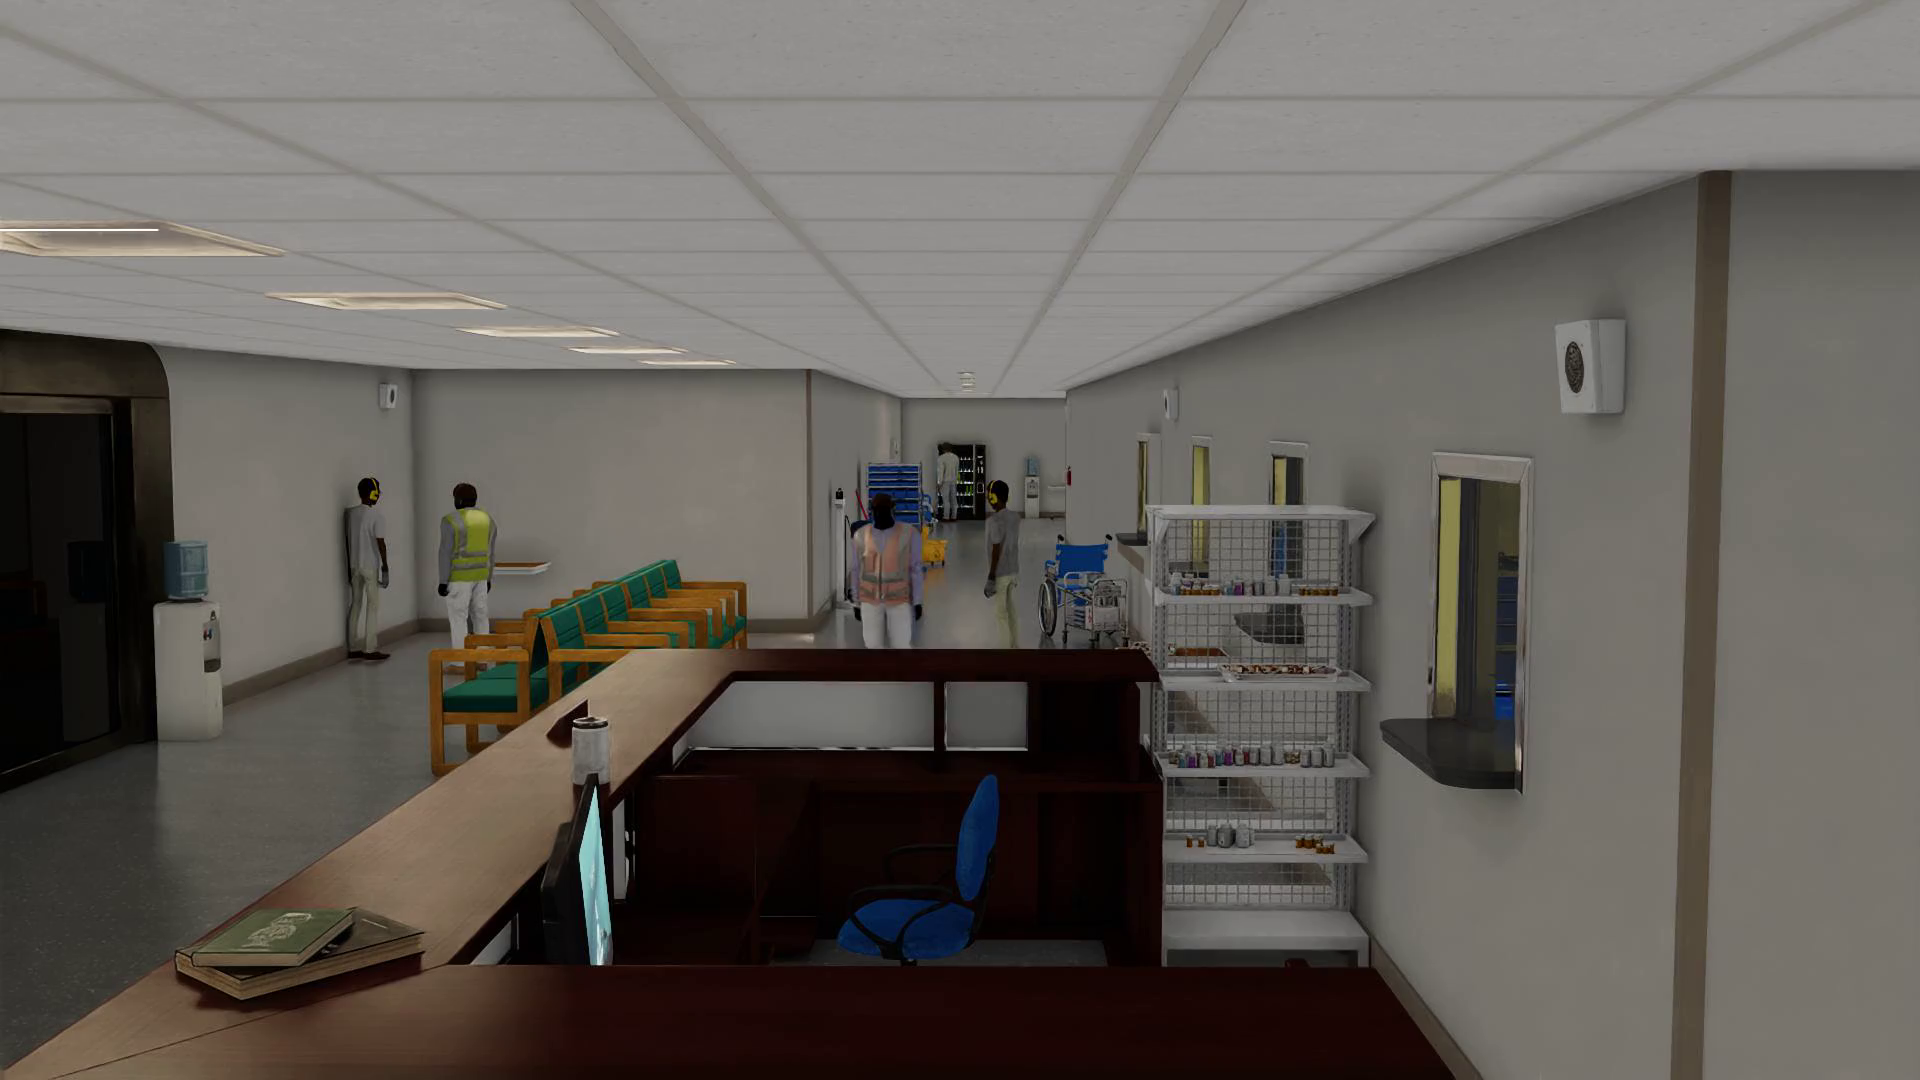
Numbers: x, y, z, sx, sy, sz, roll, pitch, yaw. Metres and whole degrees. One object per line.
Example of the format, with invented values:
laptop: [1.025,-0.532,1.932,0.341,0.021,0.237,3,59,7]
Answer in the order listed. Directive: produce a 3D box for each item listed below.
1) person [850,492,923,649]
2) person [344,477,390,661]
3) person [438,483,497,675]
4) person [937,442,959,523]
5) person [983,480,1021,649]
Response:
person: [-0.616,0.505,14.059,0.642,1.829,0.580,1,4,11]
person: [-6.005,0.298,16.819,0.520,1.857,0.331,1,4,20]
person: [-4.735,0.372,15.945,0.429,1.838,0.629,3,5,34]
person: [-0.297,-1.369,39.621,0.628,1.936,0.375,-4,6,-43]
person: [0.391,0.355,15.934,0.332,1.865,0.520,2,5,31]
